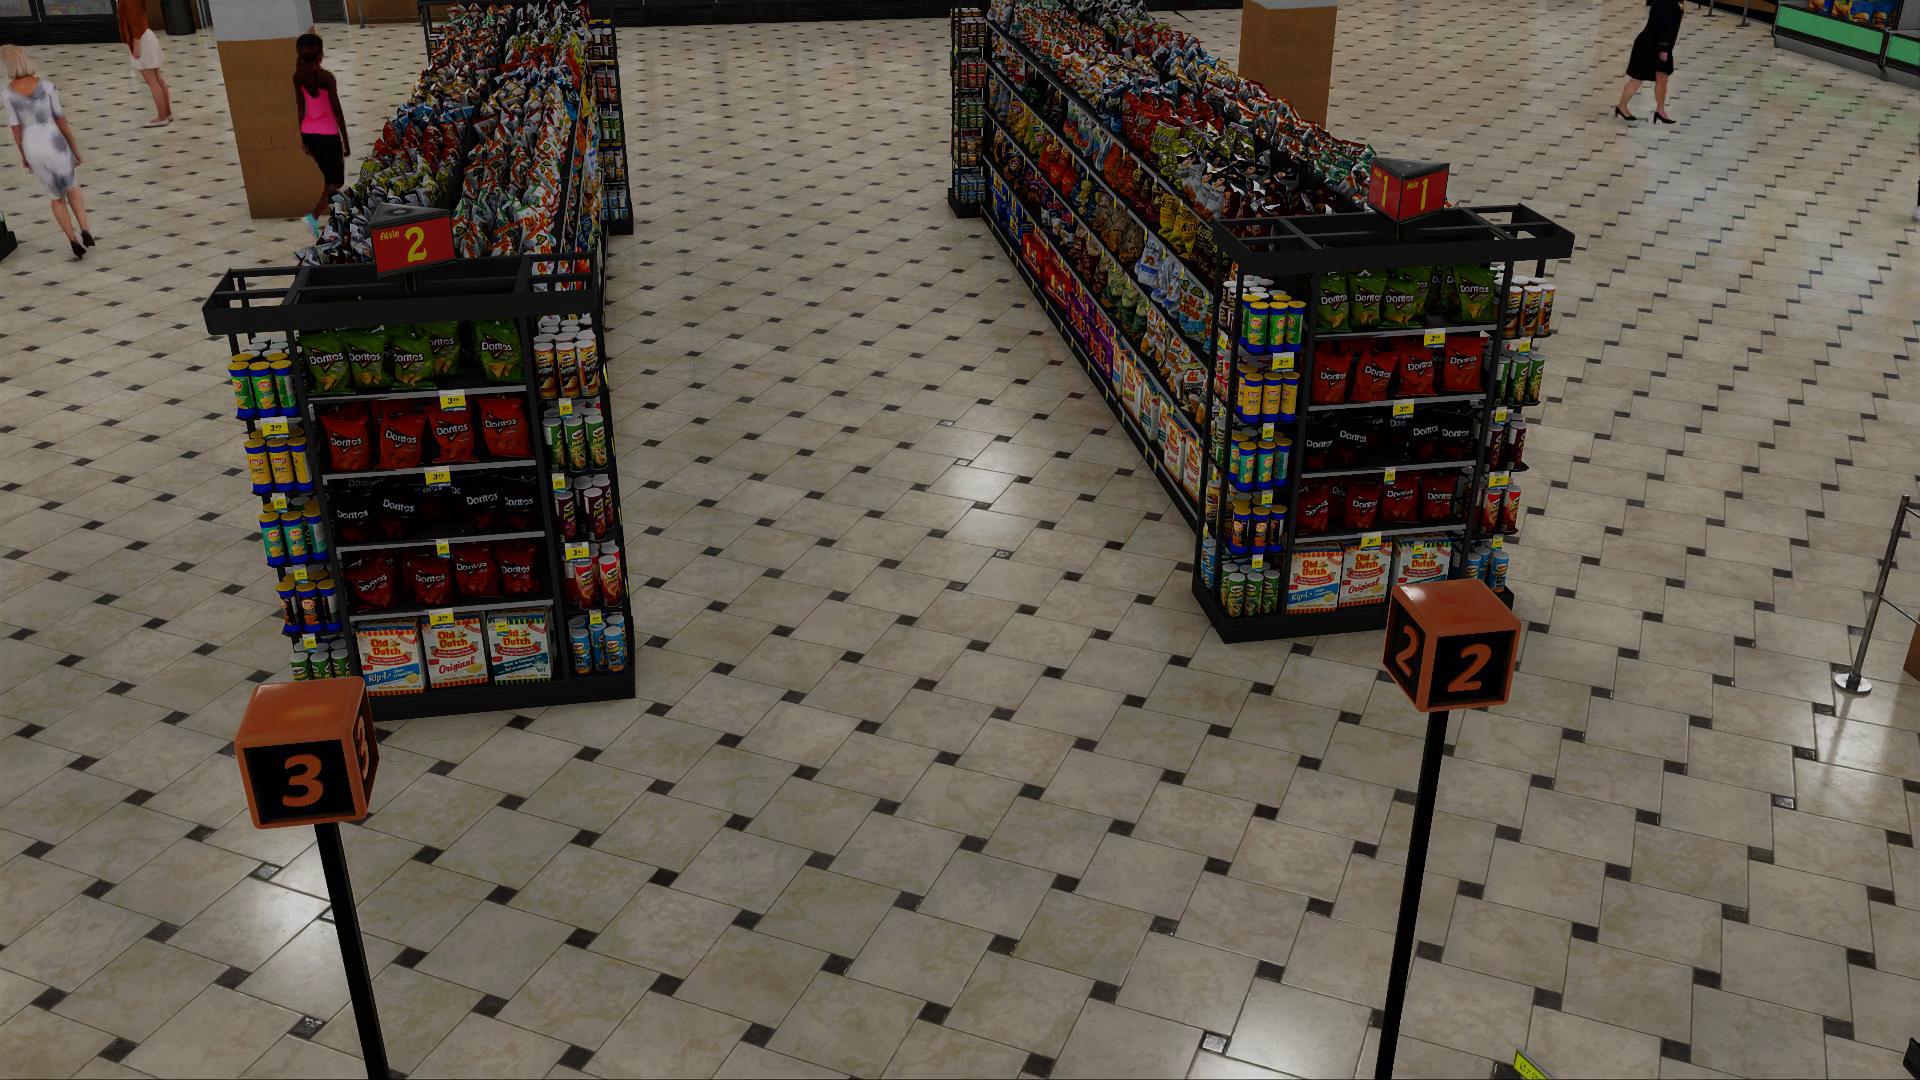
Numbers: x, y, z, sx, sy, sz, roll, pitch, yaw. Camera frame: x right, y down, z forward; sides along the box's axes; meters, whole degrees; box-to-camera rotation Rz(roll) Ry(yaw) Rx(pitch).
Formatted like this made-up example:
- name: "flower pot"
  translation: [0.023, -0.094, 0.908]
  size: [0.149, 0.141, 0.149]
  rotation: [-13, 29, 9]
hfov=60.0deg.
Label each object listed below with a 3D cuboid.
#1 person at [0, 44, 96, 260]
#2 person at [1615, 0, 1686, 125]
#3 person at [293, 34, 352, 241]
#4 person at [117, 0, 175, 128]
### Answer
- name: "person"
  translation: [-7.384, -3.103, 13.464]
  size: [0.700, 1.717, 0.685]
  rotation: [-11, 29, -21]
- name: "person"
  translation: [7.390, -5.277, 17.866]
  size: [1.072, 1.614, 0.990]
  rotation: [17, 32, 30]
- name: "person"
  translation: [-5.390, -3.329, 13.928]
  size: [0.842, 1.701, 1.067]
  rotation: [8, 28, 15]
- name: "person"
  translation: [-8.771, -5.337, 17.867]
  size: [0.673, 1.720, 0.482]
  rotation: [-4, 27, -9]
